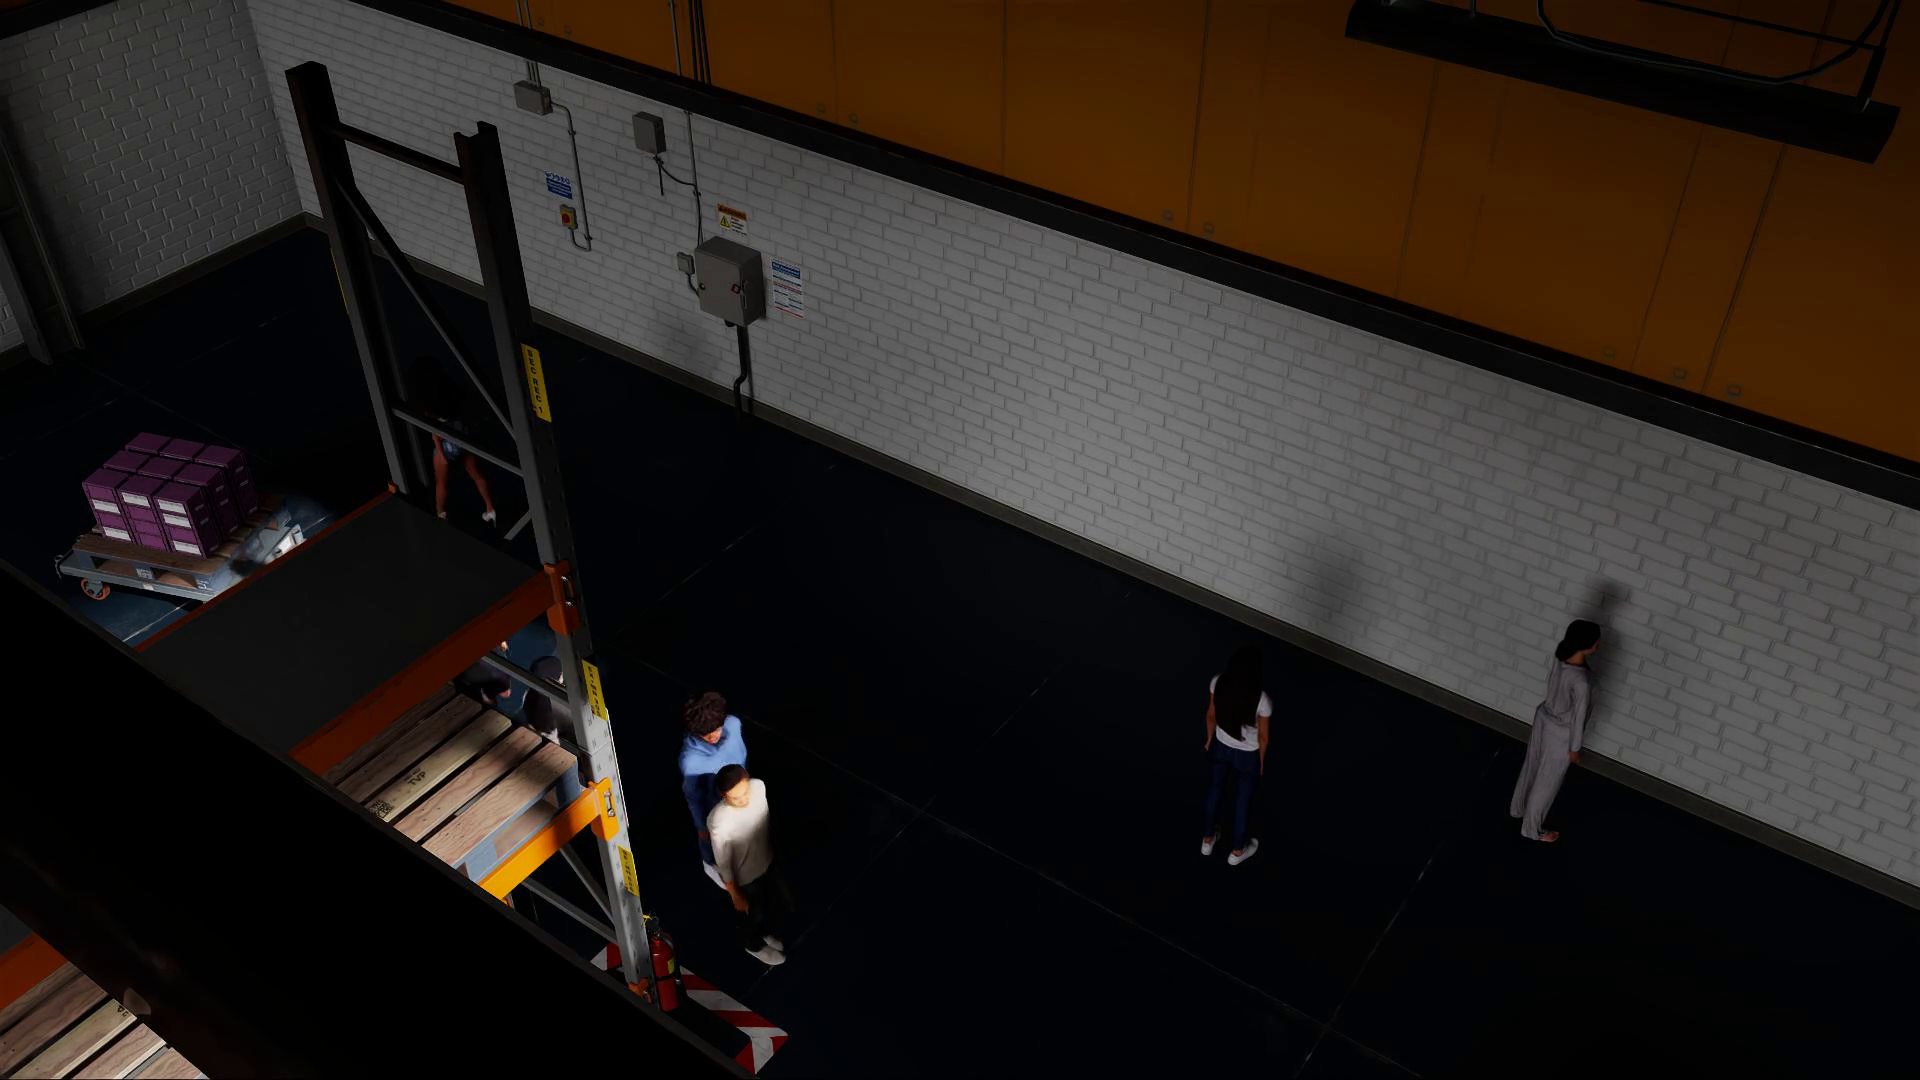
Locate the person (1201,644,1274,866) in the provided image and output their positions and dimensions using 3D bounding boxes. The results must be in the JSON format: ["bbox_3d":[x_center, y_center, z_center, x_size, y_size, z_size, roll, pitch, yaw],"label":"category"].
[{"bbox_3d":[1.724,1.351,10.440,0.588,1.774,0.514,25,45,28],"label":"person"}]

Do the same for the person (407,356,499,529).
[{"bbox_3d":[-3.976,-0.734,13.196,0.802,1.592,0.864,13,40,15],"label":"person"}]

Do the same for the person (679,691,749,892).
[{"bbox_3d":[-1.507,1.517,10.226,0.783,1.781,0.670,21,43,25],"label":"person"}]

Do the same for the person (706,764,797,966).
[{"bbox_3d":[-1.318,1.884,9.758,0.759,1.791,0.582,17,42,20],"label":"person"}]

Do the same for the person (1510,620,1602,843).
[{"bbox_3d":[3.811,1.205,10.622,0.737,1.774,0.665,-4,39,-4],"label":"person"}]

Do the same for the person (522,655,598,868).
[{"bbox_3d":[-2.502,1.455,10.316,0.658,1.765,0.662,28,47,31],"label":"person"}]
